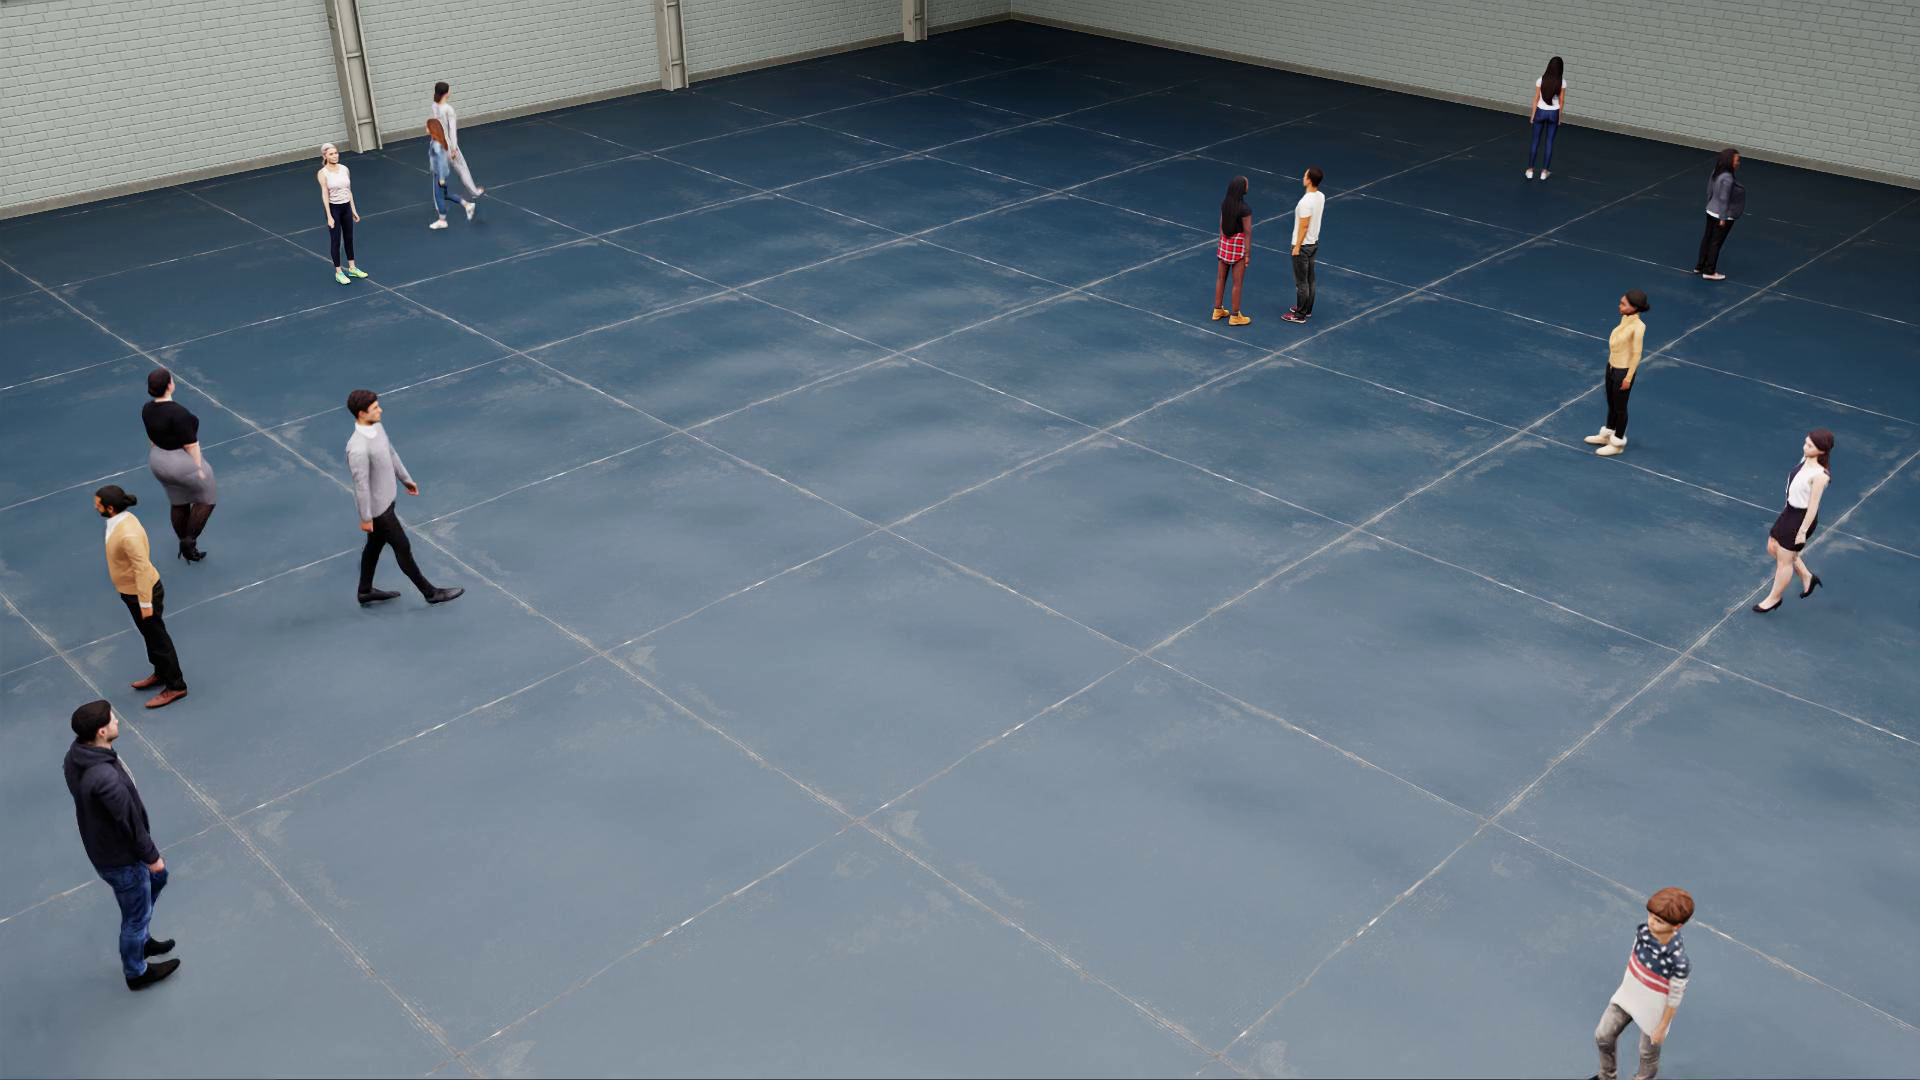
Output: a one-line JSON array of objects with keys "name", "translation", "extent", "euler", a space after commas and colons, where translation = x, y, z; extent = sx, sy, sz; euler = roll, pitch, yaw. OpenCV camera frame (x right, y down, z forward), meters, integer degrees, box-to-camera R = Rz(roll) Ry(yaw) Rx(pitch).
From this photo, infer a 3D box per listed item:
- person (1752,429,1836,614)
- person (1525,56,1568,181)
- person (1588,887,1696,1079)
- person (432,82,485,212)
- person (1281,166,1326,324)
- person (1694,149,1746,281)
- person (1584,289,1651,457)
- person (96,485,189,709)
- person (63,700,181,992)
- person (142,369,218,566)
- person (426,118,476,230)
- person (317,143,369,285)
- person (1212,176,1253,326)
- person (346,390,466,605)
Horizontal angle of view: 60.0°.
[{"name": "person", "translation": [6.722, -0.128, 13.198], "extent": [0.855, 1.639, 0.802], "euler": [2, 28, 3]}, {"name": "person", "translation": [8.637, -6.213, 24.481], "extent": [0.649, 1.774, 0.636], "euler": [10, 30, 18]}, {"name": "person", "translation": [3.643, 2.385, 8.698], "extent": [0.692, 1.433, 0.636], "euler": [-11, 30, -20]}, {"name": "person", "translation": [-7.169, -5.395, 22.998], "extent": [0.822, 1.725, 1.177], "euler": [14, 31, 24]}, {"name": "person", "translation": [4.004, -3.420, 19.203], "extent": [0.738, 1.804, 0.544], "euler": [17, 32, 29]}, {"name": "person", "translation": [9.409, -4.038, 20.586], "extent": [0.857, 1.596, 0.791], "euler": [1, 28, 2]}, {"name": "person", "translation": [6.367, -1.625, 15.987], "extent": [0.736, 1.659, 0.683], "euler": [-1, 28, -2]}, {"name": "person", "translation": [-5.976, 0.375, 12.135], "extent": [0.636, 1.751, 0.684], "euler": [-20, 34, -32]}, {"name": "person", "translation": [-4.820, 1.783, 9.359], "extent": [0.637, 1.875, 0.684], "euler": [-23, 35, -36]}, {"name": "person", "translation": [-6.572, -0.548, 13.878], "extent": [0.804, 1.741, 0.868], "euler": [11, 30, 19]}, {"name": "person", "translation": [-6.917, -4.940, 22.424], "extent": [0.962, 1.460, 0.806], "euler": [-10, 30, -18]}, {"name": "person", "translation": [-7.652, -4.041, 20.478], "extent": [0.709, 1.702, 0.552], "euler": [16, 32, 27]}, {"name": "person", "translation": [3.151, -3.342, 19.138], "extent": [0.622, 1.728, 0.628], "euler": [-21, 34, -33]}, {"name": "person", "translation": [-4.731, -0.292, 13.248], "extent": [1.267, 1.882, 1.144], "euler": [-5, 28, -9]}]
